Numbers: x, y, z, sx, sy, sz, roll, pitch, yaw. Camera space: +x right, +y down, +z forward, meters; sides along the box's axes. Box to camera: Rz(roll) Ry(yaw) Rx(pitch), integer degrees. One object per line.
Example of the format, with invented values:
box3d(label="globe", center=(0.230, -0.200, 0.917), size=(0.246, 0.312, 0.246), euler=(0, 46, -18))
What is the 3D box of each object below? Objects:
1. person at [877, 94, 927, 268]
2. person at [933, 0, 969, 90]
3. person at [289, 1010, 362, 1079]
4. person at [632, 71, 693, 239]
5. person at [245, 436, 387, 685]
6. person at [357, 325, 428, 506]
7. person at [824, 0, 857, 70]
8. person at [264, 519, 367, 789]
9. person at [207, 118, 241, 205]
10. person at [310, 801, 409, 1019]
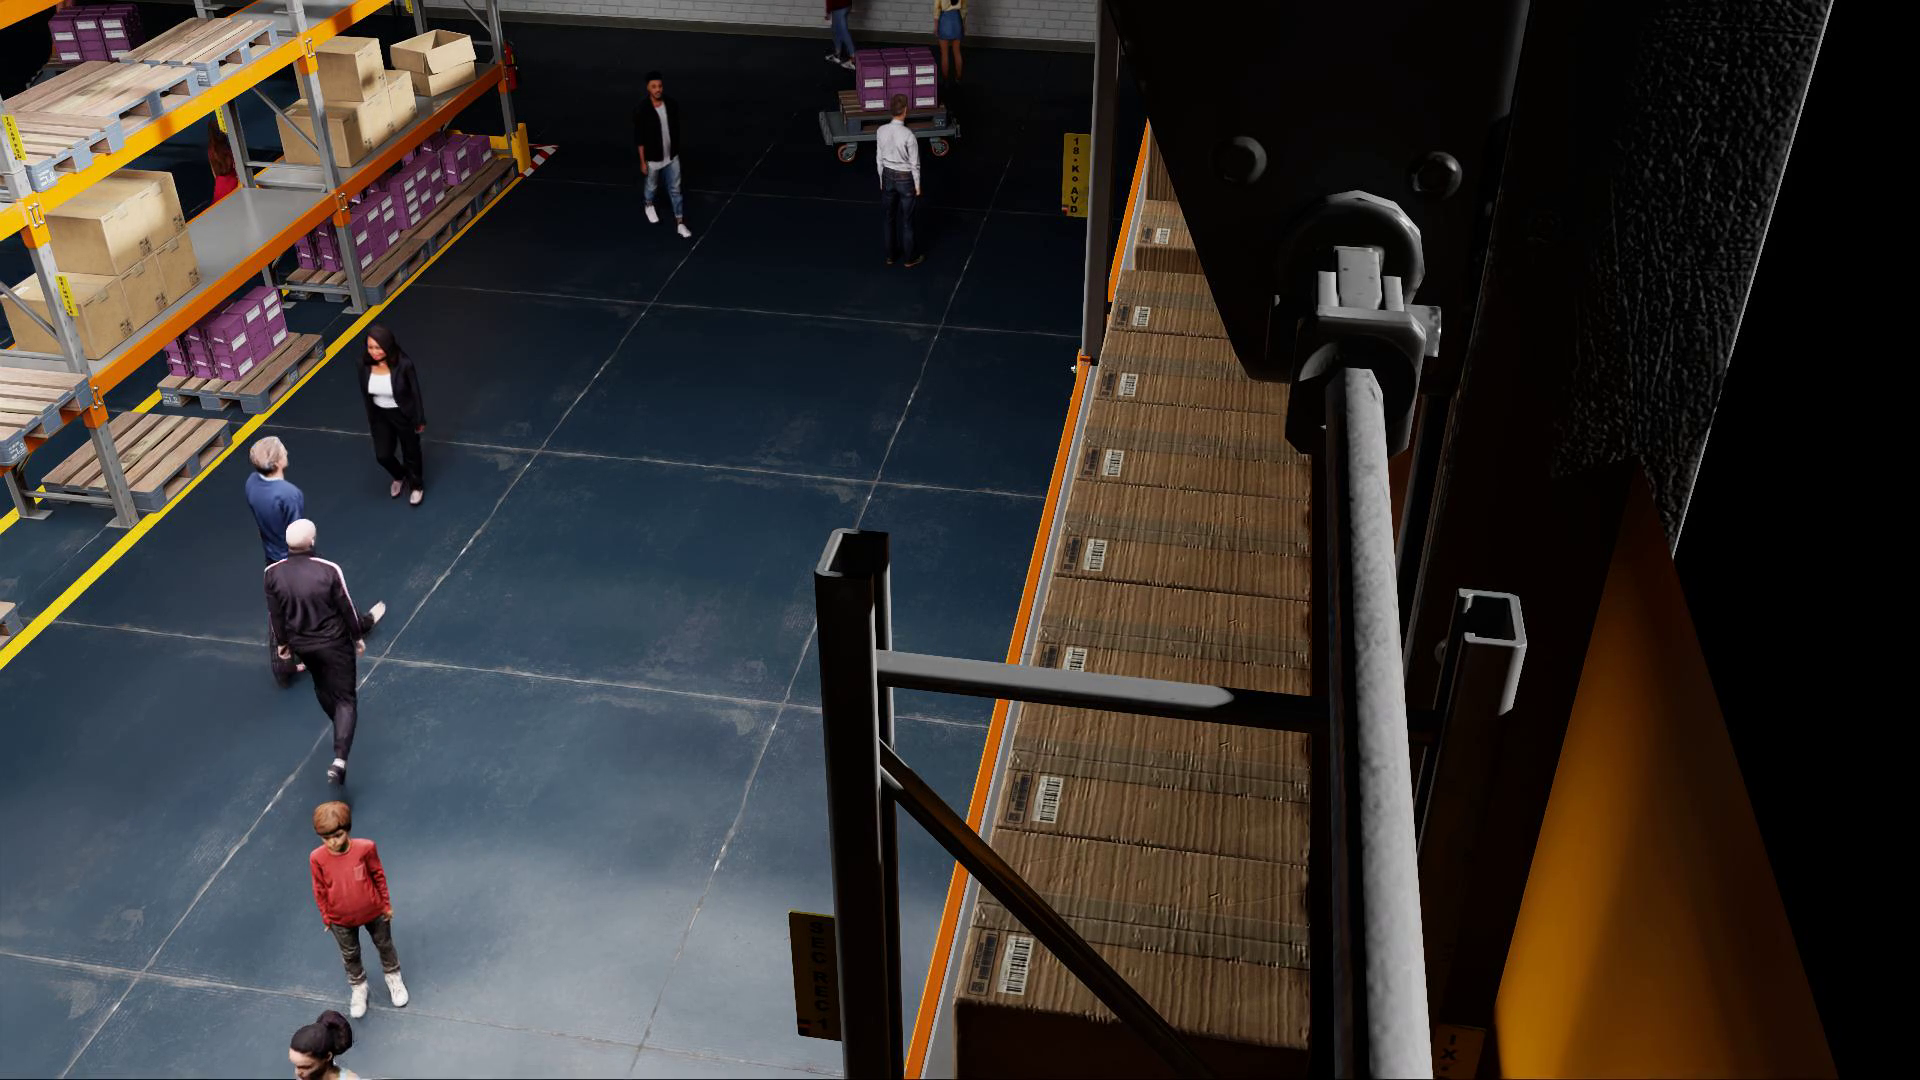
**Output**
box3d(label="person", center=(-0.632, -3.738, 17.291), size=(0.709, 1.816, 0.665), euler=(15, 37, 22))
box3d(label="person", center=(-0.136, -6.860, 22.155), size=(0.723, 1.630, 0.720), euler=(-12, 35, -17))
box3d(label="person", center=(-2.692, 2.756, 7.608), size=(0.794, 1.718, 1.208), euler=(14, 36, 21))
box3d(label="person", center=(-3.308, -4.229, 18.075), size=(1.162, 1.766, 1.261), euler=(-18, 38, -25))
box3d(label="person", center=(-4.642, 0.178, 11.391), size=(0.906, 1.824, 1.247), euler=(15, 36, 21))
box3d(label="person", center=(-4.526, -1.043, 13.426), size=(0.709, 1.605, 0.725), euler=(-3, 34, -4))
box3d(label="person", center=(-1.591, -7.246, 22.764), size=(0.787, 1.599, 0.806), euler=(20, 38, 27))
box3d(label="person", center=(-4.068, 0.746, 10.560), size=(0.875, 1.797, 1.229), euler=(-3, 34, -4))
box3d(label="person", center=(-7.638, -3.591, 17.348), size=(0.590, 1.507, 1.075), euler=(3, 34, 5))
box3d(label="person", center=(-3.284, 1.985, 9.042), size=(0.595, 1.416, 0.615), euler=(-10, 35, -15))
